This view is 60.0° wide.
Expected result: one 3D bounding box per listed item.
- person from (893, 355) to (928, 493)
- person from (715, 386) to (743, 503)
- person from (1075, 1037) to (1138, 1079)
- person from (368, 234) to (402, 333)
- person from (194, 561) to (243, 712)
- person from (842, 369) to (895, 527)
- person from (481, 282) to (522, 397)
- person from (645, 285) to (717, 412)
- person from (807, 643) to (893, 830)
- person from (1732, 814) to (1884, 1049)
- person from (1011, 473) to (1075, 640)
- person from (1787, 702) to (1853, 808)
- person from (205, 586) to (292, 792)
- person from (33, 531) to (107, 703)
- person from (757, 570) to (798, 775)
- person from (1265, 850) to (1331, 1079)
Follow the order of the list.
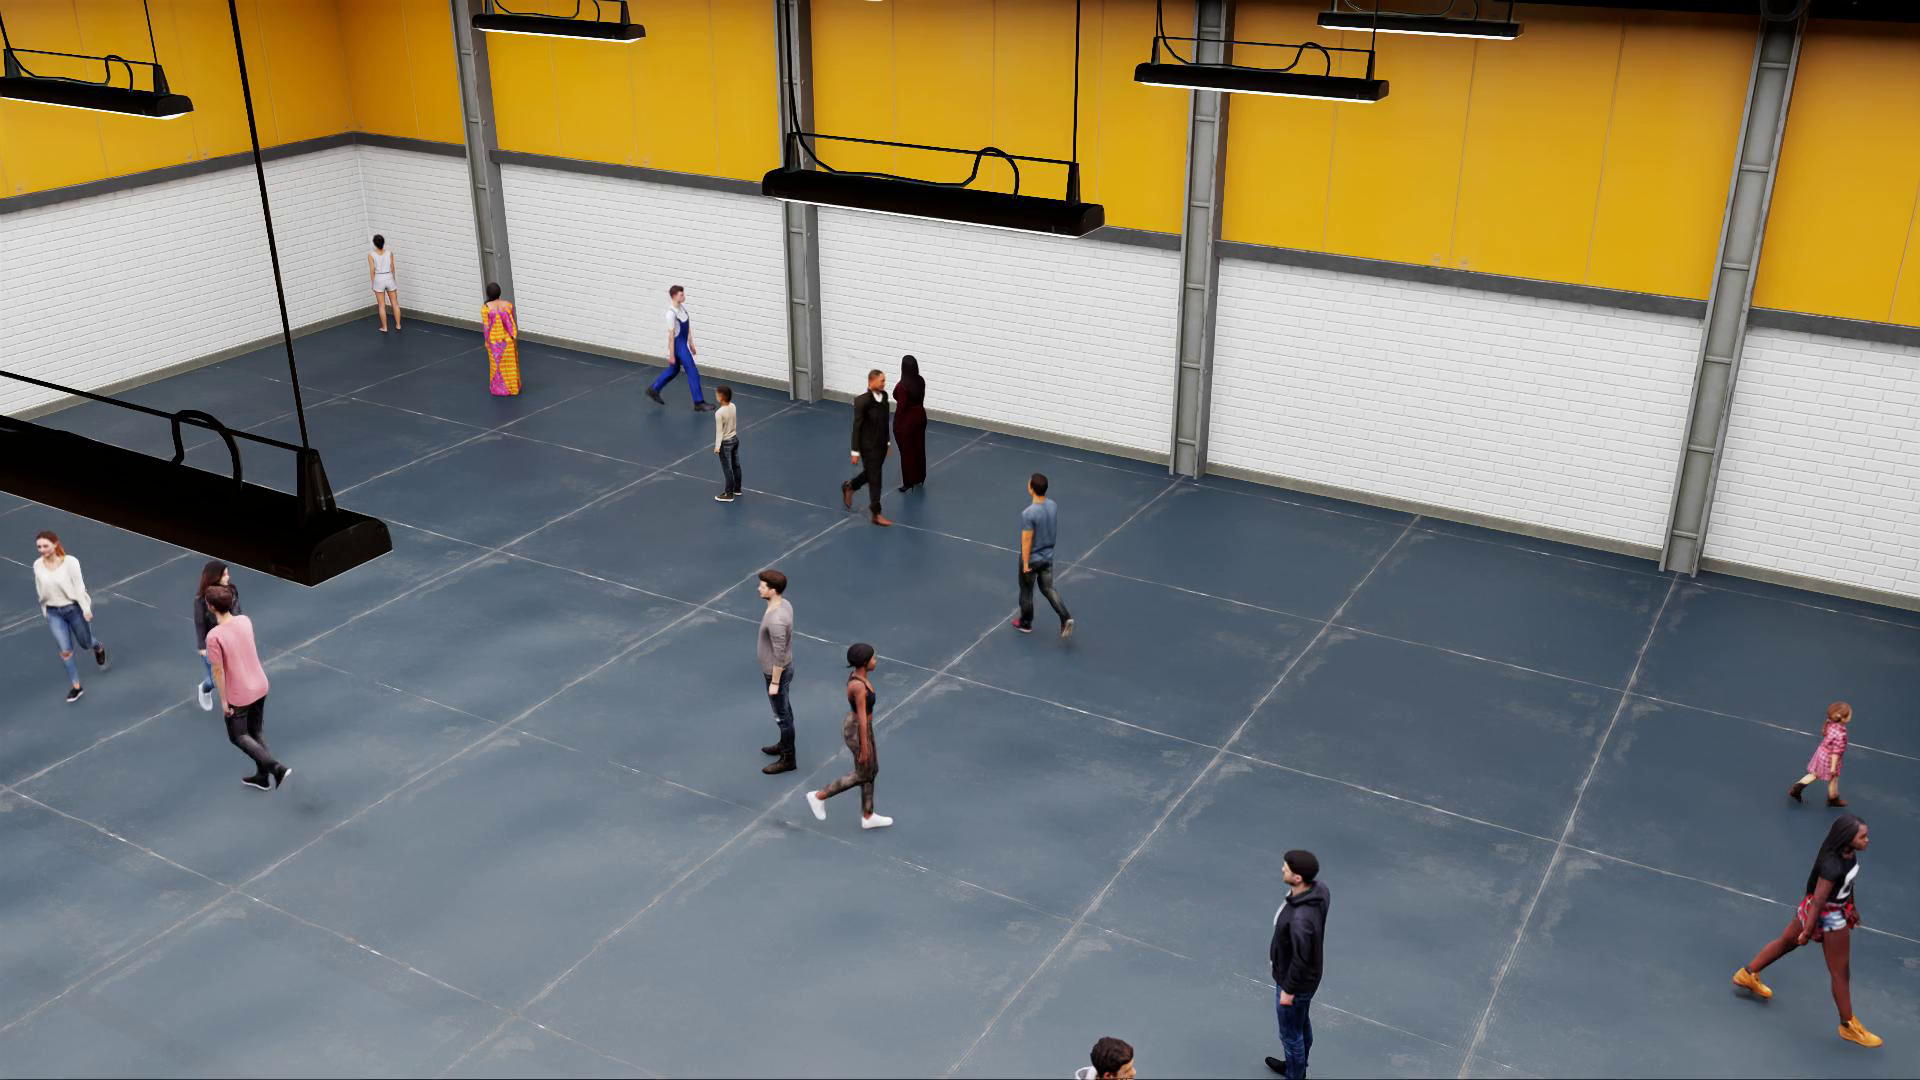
[{"bbox_3d":[-0.607,-1.463,20.746,0.623,1.757,0.680,17,29,33],"label":"person"},{"bbox_3d":[-2.862,-1.204,20.518,0.526,1.466,0.561,11,26,23],"label":"person"},{"bbox_3d":[0.743,3.519,9.140,0.681,1.924,0.733,5,24,11],"label":"person"},{"bbox_3d":[-9.432,-4.218,27.246,0.658,1.600,0.691,-15,28,-31],"label":"person"},{"bbox_3d":[-6.884,0.950,15.409,0.822,1.610,0.677,16,29,33],"label":"person"},{"bbox_3d":[-1.104,-1.138,19.866,1.279,1.867,0.873,21,31,40],"label":"person"},{"bbox_3d":[-6.724,-2.964,24.270,0.760,1.685,0.799,-14,27,-30],"label":"person"},{"bbox_3d":[-4.047,-2.704,23.519,1.370,1.810,0.968,3,24,7],"label":"person"},{"bbox_3d":[-0.912,1.645,13.746,1.034,1.670,0.895,0,24,-1],"label":"person"},{"bbox_3d":[5.873,2.614,11.527,1.224,1.671,0.652,15,28,31],"label":"person"},{"bbox_3d":[0.858,0.192,16.917,0.878,1.791,1.128,-20,31,-38],"label":"person"},{"bbox_3d":[7.356,1.826,14.148,0.785,1.015,0.631,0,24,1],"label":"person"},{"bbox_3d":[-6.025,1.318,14.154,0.919,1.941,0.699,10,26,22],"label":"person"},{"bbox_3d":[-8.532,0.676,15.957,1.031,1.673,1.028,-2,24,-5],"label":"person"},{"bbox_3d":[-1.593,1.138,14.612,0.798,1.906,0.784,-2,24,-5],"label":"person"},{"bbox_3d":[2.197,2.818,10.784,0.599,1.893,0.698,10,25,21],"label":"person"}]
